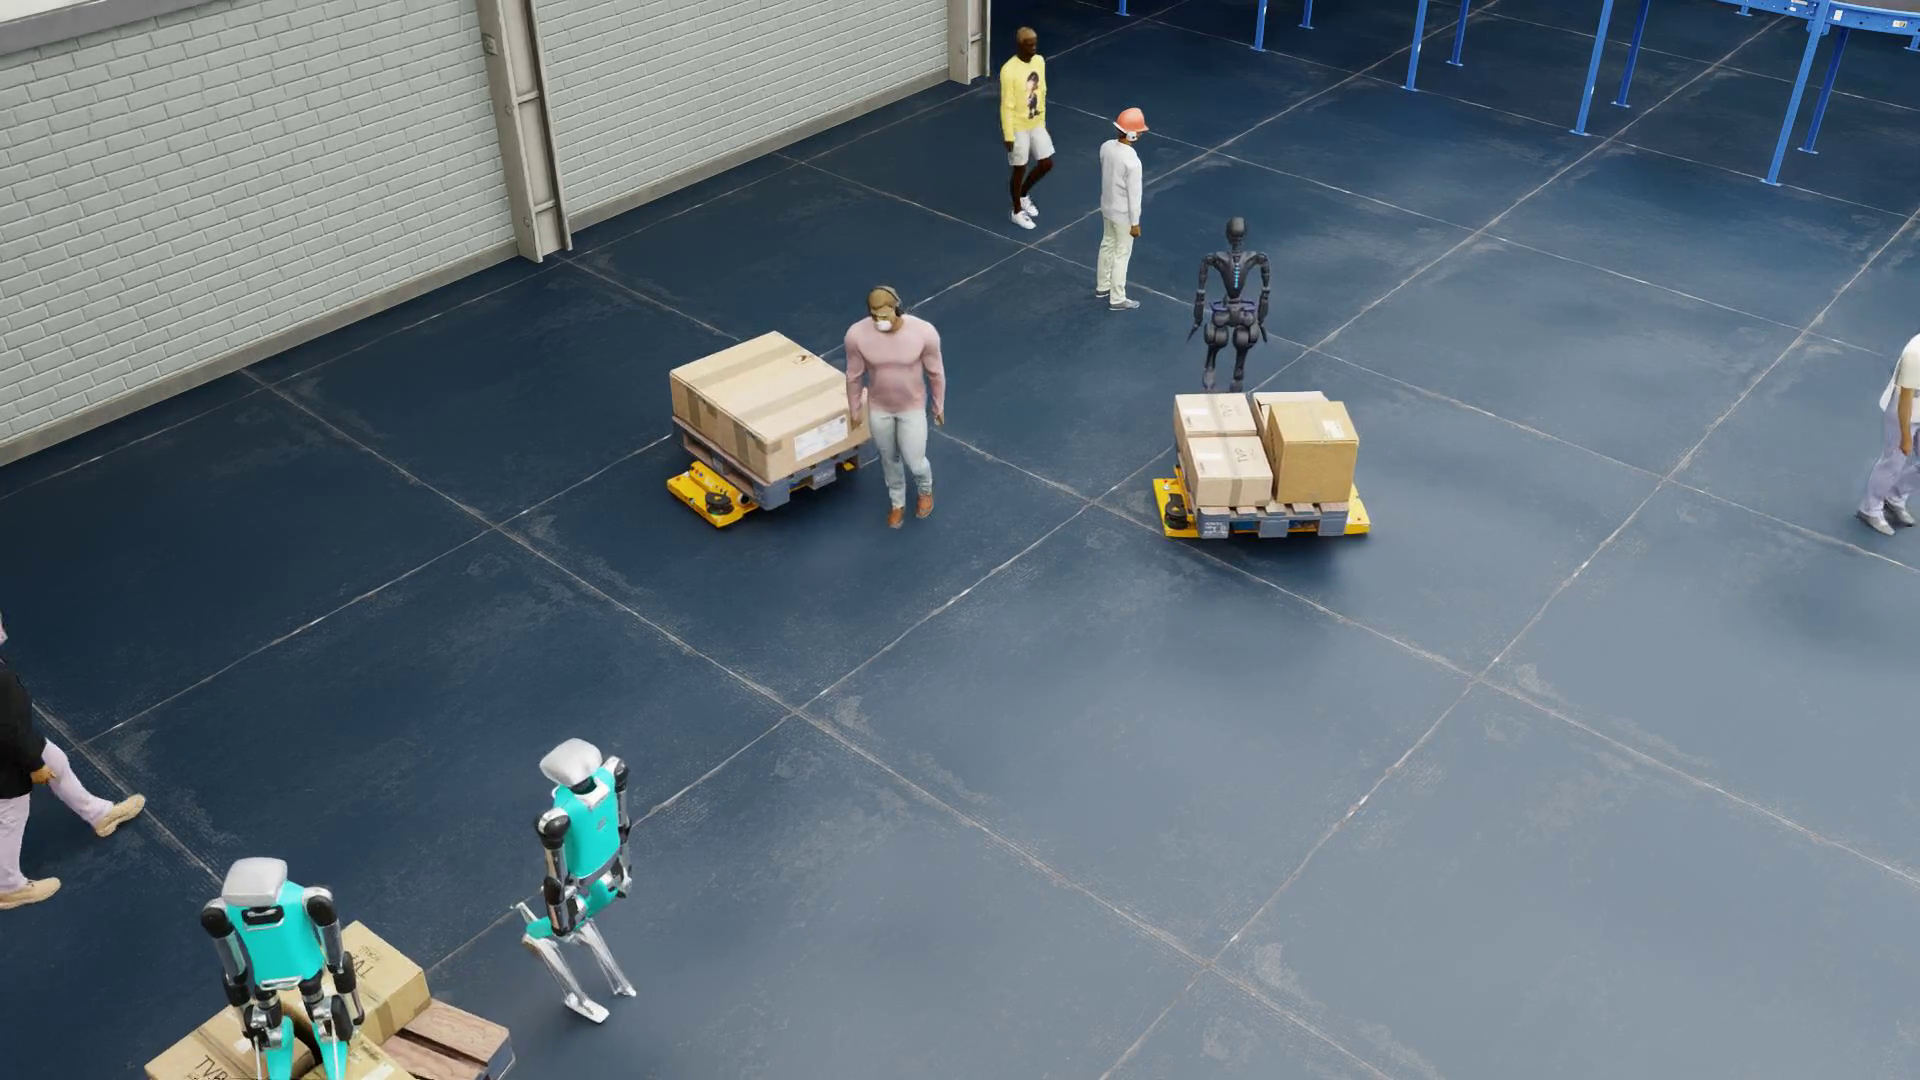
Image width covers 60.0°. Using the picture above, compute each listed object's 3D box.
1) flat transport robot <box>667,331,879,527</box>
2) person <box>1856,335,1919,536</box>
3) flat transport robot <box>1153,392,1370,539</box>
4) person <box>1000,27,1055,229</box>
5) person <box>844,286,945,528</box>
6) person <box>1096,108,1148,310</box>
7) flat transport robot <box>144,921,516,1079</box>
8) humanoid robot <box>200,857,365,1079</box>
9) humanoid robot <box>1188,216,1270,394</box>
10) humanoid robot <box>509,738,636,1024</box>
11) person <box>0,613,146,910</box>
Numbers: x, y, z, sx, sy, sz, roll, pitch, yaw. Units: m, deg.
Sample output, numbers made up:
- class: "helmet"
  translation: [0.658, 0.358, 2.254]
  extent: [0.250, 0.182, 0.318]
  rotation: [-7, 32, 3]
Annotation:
- class: "flat transport robot"
  translation: [-1.369, -0.560, 12.174]
  extent: [1.431, 0.231, 0.659]
  rotation: [-26, 43, -32]
- class: "person"
  translation: [6.438, -0.812, 11.199]
  extent: [0.595, 1.814, 0.476]
  rotation: [-15, 38, -20]
- class: "flat transport robot"
  translation: [2.126, -0.284, 11.787]
  extent: [1.431, 0.231, 0.659]
  rotation: [-1, 35, -2]
- class: "person"
  translation: [0.610, -3.785, 15.305]
  extent: [0.565, 1.886, 0.455]
  rotation: [-27, 43, -32]
- class: "person"
  translation: [-0.435, -0.890, 11.222]
  extent: [0.653, 1.908, 0.467]
  rotation: [5, 36, 7]
- class: "person"
  translation: [1.382, -2.797, 14.043]
  extent: [0.344, 1.743, 0.565]
  rotation: [-15, 38, -20]
- class: "flat transport robot"
  translation: [-2.822, 2.657, 7.656]
  extent: [0.659, 0.231, 1.431]
  rotation: [14, 38, 19]
- class: "humanoid robot"
  translation: [-2.821, 2.171, 7.065]
  extent: [0.536, 1.776, 0.701]
  rotation: [-5, 36, -7]
- class: "humanoid robot"
  translation: [2.028, -1.621, 12.450]
  extent: [0.603, 1.644, 0.373]
  rotation: [1, 35, 1]
- class: "humanoid robot"
  translation: [-1.872, 1.617, 7.864]
  extent: [0.674, 1.816, 0.540]
  rotation: [19, 40, 24]
- class: "person"
  translation: [-4.843, 1.031, 8.620]
  extent: [0.936, 1.810, 0.560]
  rotation: [-25, 43, -31]
